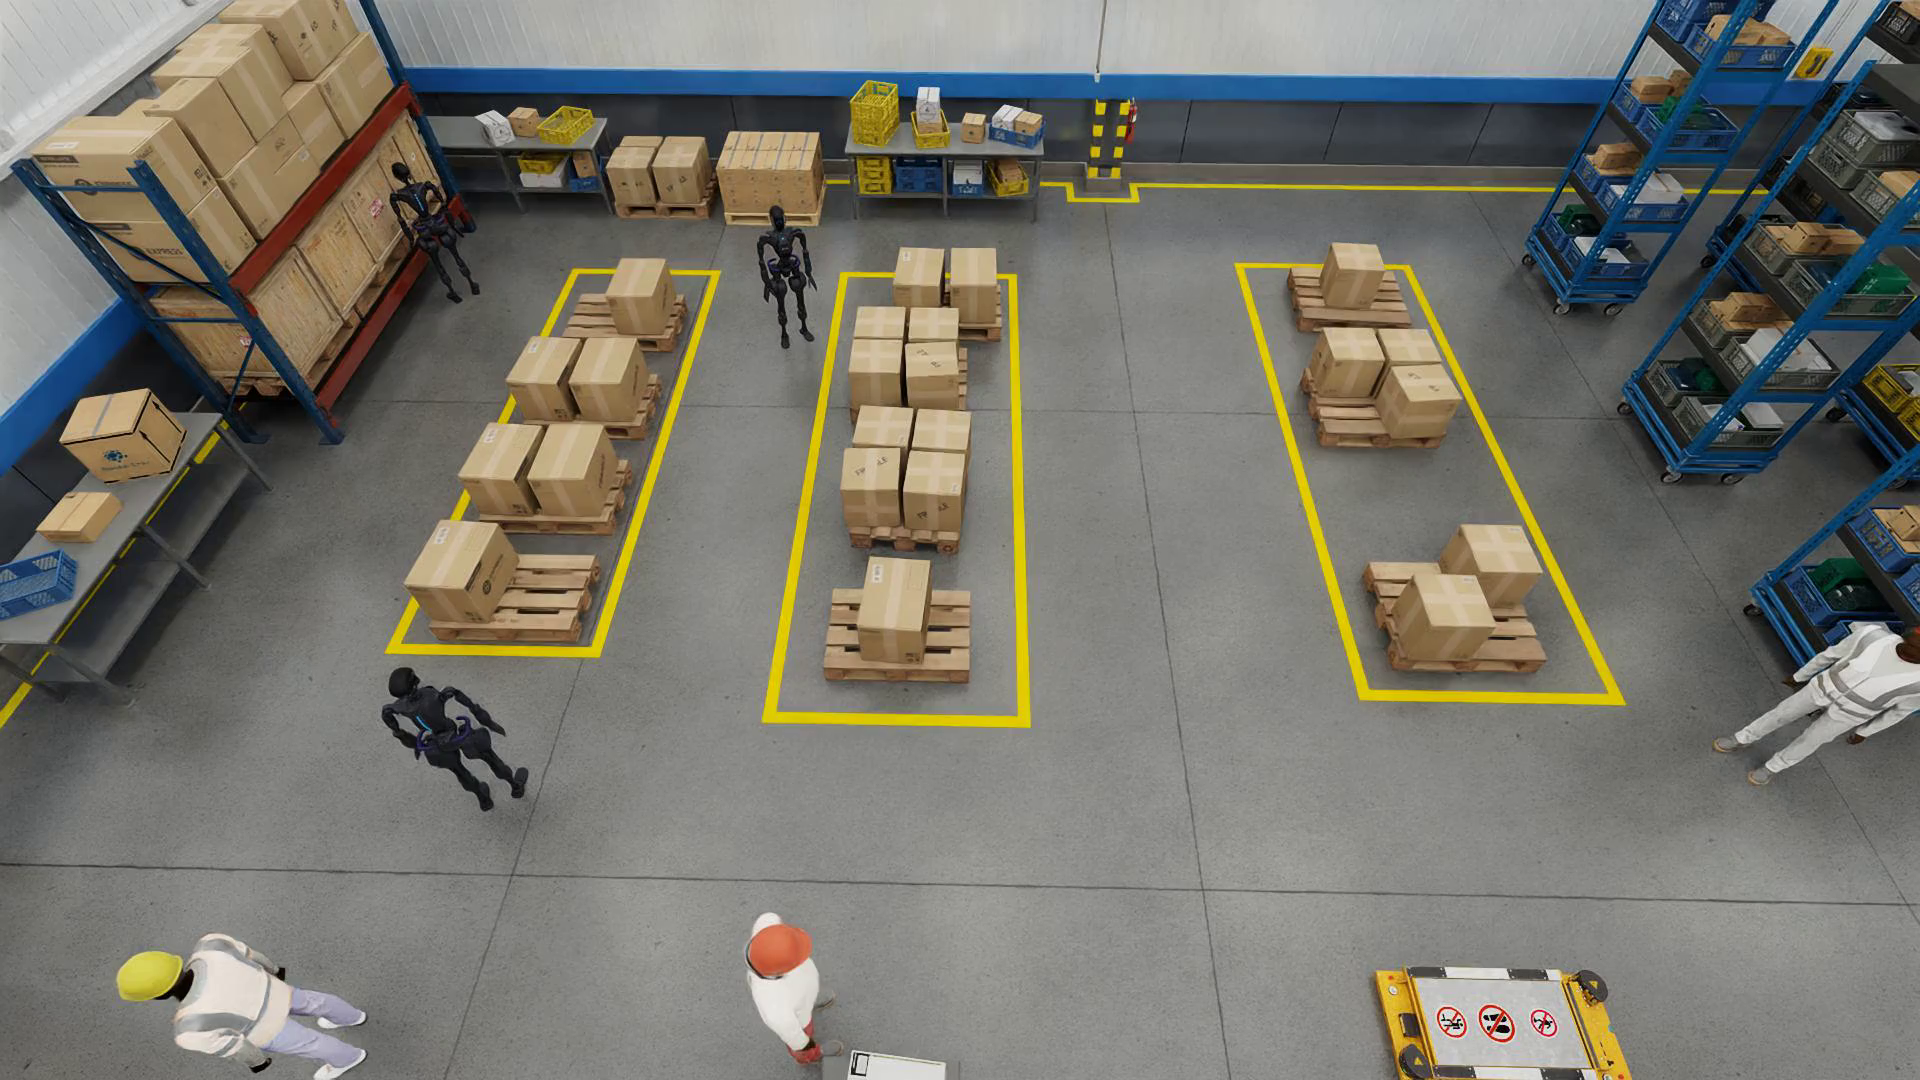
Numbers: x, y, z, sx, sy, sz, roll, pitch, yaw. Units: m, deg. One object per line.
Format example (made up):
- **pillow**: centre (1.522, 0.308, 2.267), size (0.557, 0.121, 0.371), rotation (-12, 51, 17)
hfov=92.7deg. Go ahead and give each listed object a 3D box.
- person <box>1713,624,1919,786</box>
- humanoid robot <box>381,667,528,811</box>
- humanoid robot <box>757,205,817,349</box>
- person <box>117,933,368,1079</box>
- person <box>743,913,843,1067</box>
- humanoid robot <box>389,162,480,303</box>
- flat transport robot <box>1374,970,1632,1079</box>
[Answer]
- **person**: centre (6.212, 1.149, 6.506), size (0.347, 1.883, 0.582), rotation (-18, 53, -14)
- **humanoid robot**: centre (-3.565, 1.398, 6.428), size (0.603, 1.657, 0.316), rotation (-16, 53, -12)
- **humanoid robot**: centre (-1.856, -2.818, 9.865), size (0.589, 1.657, 0.327), rotation (-20, 54, -15)
- **person**: centre (-4.013, 2.698, 5.217), size (0.385, 1.926, 0.588), rotation (-13, 52, -10)
- **person**: centre (-0.948, 2.597, 5.260), size (0.395, 1.987, 0.617), rotation (-11, 52, -9)
- **humanoid robot**: centre (-6.000, -3.498, 10.417), size (0.591, 1.660, 0.326), rotation (-34, 58, -24)
- **flat transport robot**: centre (3.501, 3.133, 5.914), size (1.431, 0.197, 0.652), rotation (1, 51, 1)
